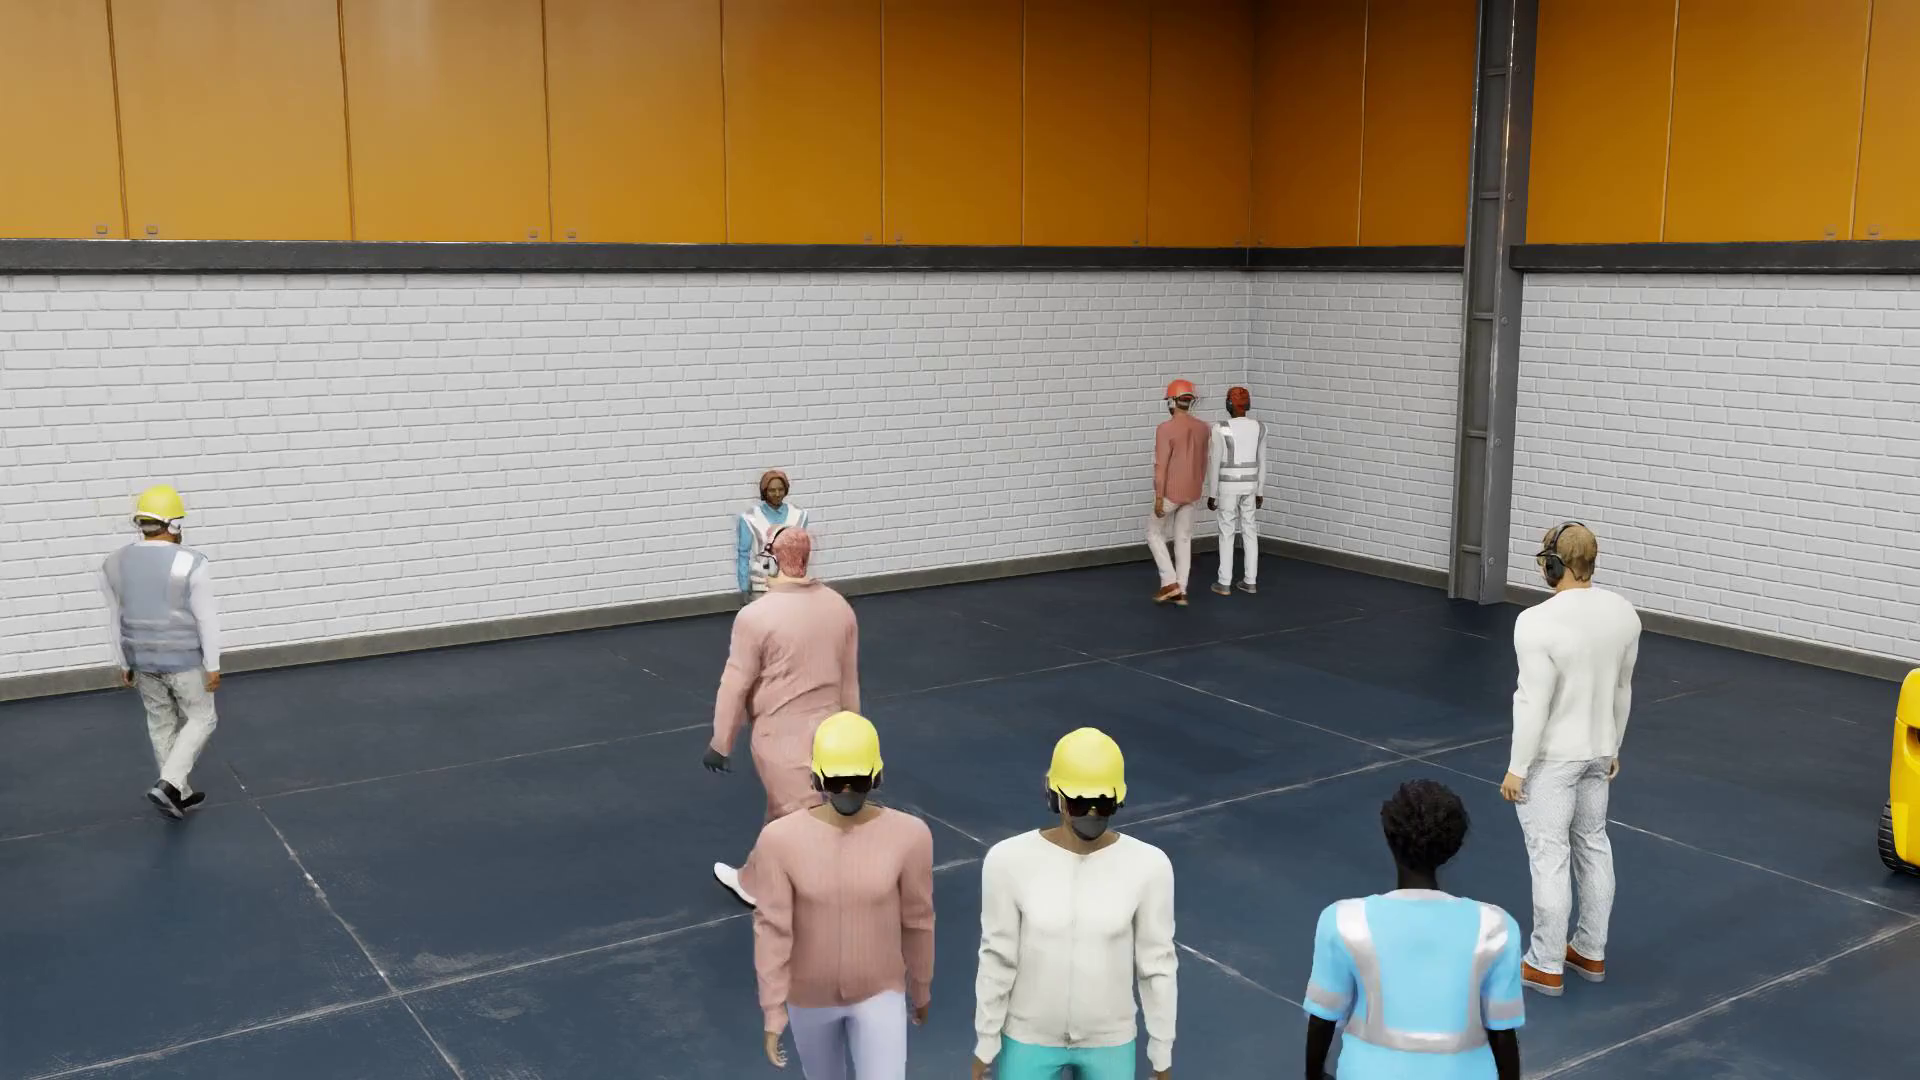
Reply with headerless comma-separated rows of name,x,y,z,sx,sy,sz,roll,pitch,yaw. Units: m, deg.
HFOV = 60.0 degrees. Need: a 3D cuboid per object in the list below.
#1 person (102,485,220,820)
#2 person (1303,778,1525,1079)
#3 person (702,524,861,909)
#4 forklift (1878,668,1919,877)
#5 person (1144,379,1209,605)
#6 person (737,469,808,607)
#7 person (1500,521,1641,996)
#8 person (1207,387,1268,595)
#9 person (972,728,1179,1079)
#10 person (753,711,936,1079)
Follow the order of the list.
person,-4.200,0.617,8.781,0.595,1.815,0.546,1,9,5
person,1.171,1.434,4.354,0.568,1.641,0.889,1,9,4
person,-0.784,0.851,7.285,1.041,1.842,0.639,7,12,36
forklift,5.511,0.571,7.906,2.313,2.155,1.214,-6,11,-33
person,1.884,-0.409,14.489,0.636,1.969,0.428,-7,11,-35
person,-1.291,0.293,11.383,0.518,1.594,0.868,-4,10,-20
person,2.472,0.884,6.790,0.635,1.936,0.355,-5,11,-28
person,2.497,-0.440,14.970,0.568,1.878,0.350,-4,10,-21
person,0.308,1.352,4.496,0.556,1.761,0.359,0,9,-1
person,-0.330,1.319,4.846,0.525,1.711,0.947,-1,9,-3
